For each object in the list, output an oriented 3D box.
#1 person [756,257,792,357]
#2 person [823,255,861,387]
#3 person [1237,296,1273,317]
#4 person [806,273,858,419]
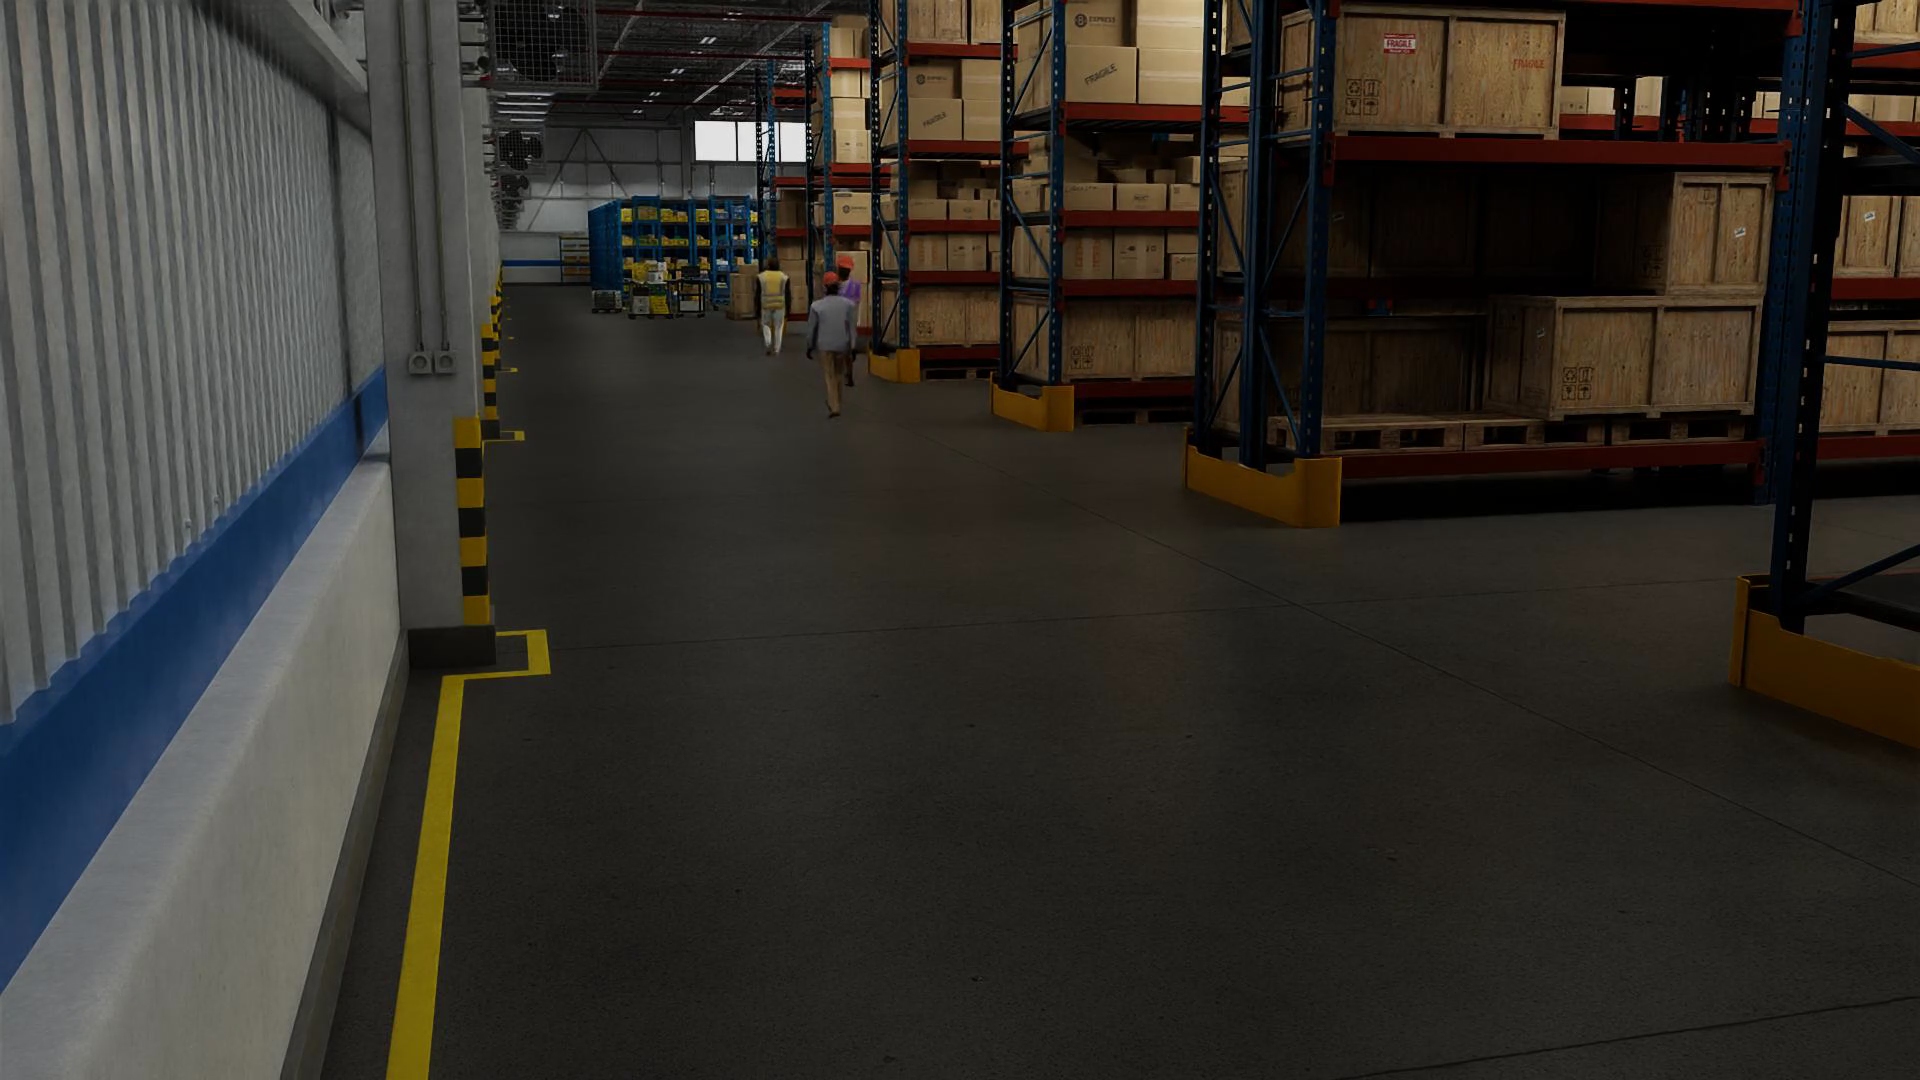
[{"bbox_3d":[-3.431,-4.295,30.699,0.654,1.816,0.698,-1,10,-6],"label":"person"},{"bbox_3d":[-1.716,-3.201,24.286,0.566,1.903,0.772,-2,10,-11],"label":"person"},{"bbox_3d":[3.087,-1.855,16.721,0.952,1.865,0.675,3,11,18],"label":"person"},{"bbox_3d":[-1.539,-2.315,19.805,0.577,1.699,0.925,-4,11,-20],"label":"person"}]
